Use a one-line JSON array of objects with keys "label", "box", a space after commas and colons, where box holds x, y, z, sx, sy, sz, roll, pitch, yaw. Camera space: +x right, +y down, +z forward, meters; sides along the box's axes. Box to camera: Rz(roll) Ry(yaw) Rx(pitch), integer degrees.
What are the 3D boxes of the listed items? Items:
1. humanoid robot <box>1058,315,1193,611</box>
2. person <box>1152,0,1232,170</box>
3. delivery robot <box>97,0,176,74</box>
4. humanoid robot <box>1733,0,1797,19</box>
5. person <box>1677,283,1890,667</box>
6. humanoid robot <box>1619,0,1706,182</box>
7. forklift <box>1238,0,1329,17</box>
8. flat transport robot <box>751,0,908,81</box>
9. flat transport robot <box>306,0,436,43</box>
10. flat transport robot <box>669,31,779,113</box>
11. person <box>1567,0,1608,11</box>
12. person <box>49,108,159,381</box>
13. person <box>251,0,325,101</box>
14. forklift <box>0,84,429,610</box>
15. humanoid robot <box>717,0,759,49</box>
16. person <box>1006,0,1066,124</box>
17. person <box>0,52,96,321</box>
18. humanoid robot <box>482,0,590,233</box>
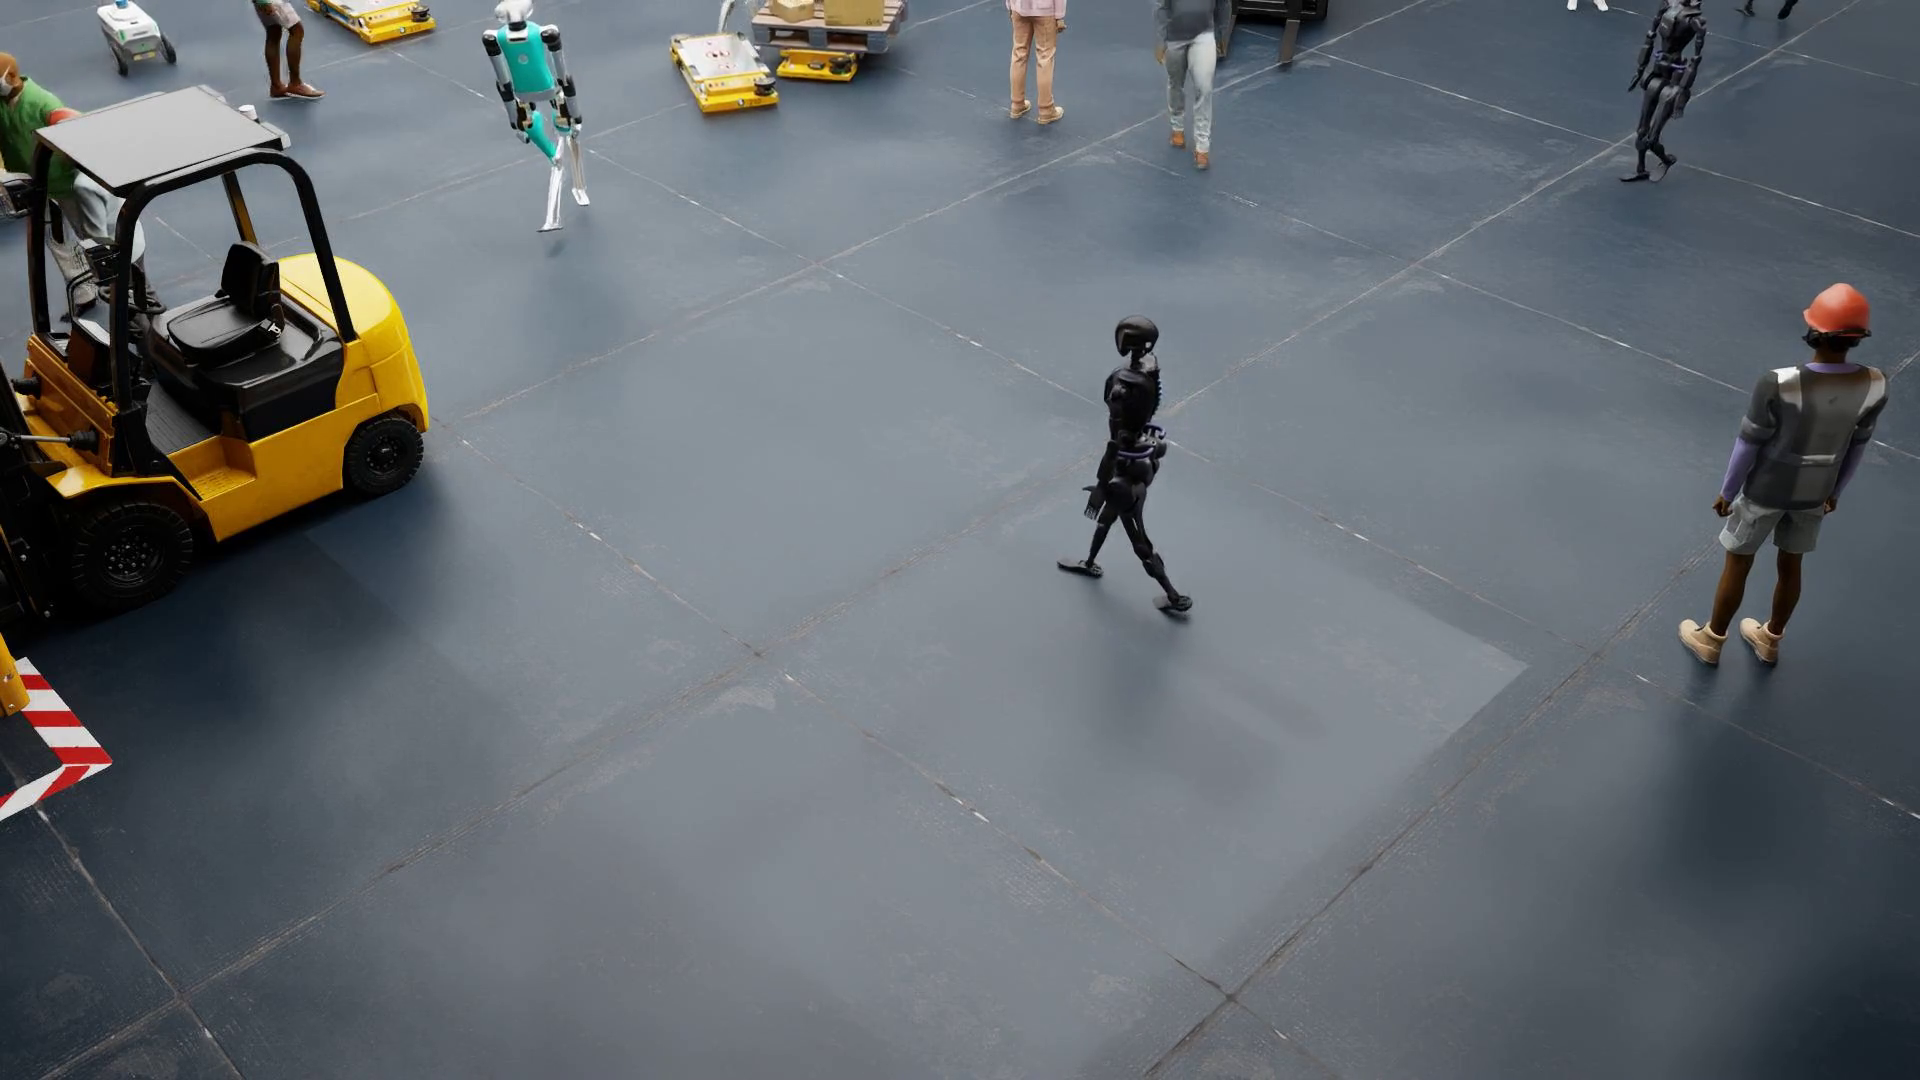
[{"label": "humanoid robot", "box": [0.868, -0.375, 8.372, 0.795, 1.633, 0.586, 17, 40, 21]}, {"label": "person", "box": [1.768, -3.810, 12.743, 0.640, 1.886, 0.967, 0, 37, 0]}, {"label": "delivery robot", "box": [-7.372, -4.509, 14.804, 0.499, 0.608, 0.801, -25, 43, -30]}, {"label": "humanoid robot", "box": [7.611, -5.641, 15.387, 0.607, 1.641, 0.561, -9, 38, -12]}, {"label": "person", "box": [3.907, -0.275, 7.899, 0.600, 2.035, 0.412, -1, 37, -2]}, {"label": "humanoid robot", "box": [5.312, -3.453, 12.439, 0.383, 1.641, 0.601, -12, 38, -15]}, {"label": "forklift", "box": [3.106, -6.400, 15.960, 1.214, 2.155, 2.313, 8, 37, 10]}, {"label": "flat transport robot", "box": [-1.147, -4.496, 15.015, 0.659, 0.231, 1.431, 6, 37, 8]}, {"label": "flat transport robot", "box": [-5.606, -5.049, 15.756, 0.659, 0.231, 1.431, -27, 45, -31]}, {"label": "flat transport robot", "box": [-2.073, -4.097, 14.481, 0.659, 0.231, 1.431, -12, 38, -15]}, {"label": "person", "box": [6.084, -5.804, 15.618, 0.514, 1.639, 0.313, 3, 37, 4]}, {"label": "person", "box": [-5.184, -1.801, 10.180, 0.349, 1.737, 0.576, -4, 37, -6]}, {"label": "person", "box": [-5.721, -4.595, 13.851, 0.589, 1.825, 0.538, -19, 41, -24]}, {"label": "forklift", "box": [-4.145, -1.093, 8.856, 2.313, 2.155, 1.214, -31, 47, -34]}, {"label": "humanoid robot", "box": [-2.049, -5.179, 14.716, 0.530, 1.788, 0.795, 8, 37, 10]}, {"label": "person", "box": [0.603, -4.254, 13.424, 0.537, 1.781, 0.399, 20, 41, 24]}, {"label": "person", "box": [-5.938, -2.346, 10.889, 0.603, 1.757, 0.639, 1, 37, 1]}, {"label": "humanoid robot", "box": [-2.957, -3.074, 11.881, 0.579, 1.731, 1.001, 0, 37, 0]}]
